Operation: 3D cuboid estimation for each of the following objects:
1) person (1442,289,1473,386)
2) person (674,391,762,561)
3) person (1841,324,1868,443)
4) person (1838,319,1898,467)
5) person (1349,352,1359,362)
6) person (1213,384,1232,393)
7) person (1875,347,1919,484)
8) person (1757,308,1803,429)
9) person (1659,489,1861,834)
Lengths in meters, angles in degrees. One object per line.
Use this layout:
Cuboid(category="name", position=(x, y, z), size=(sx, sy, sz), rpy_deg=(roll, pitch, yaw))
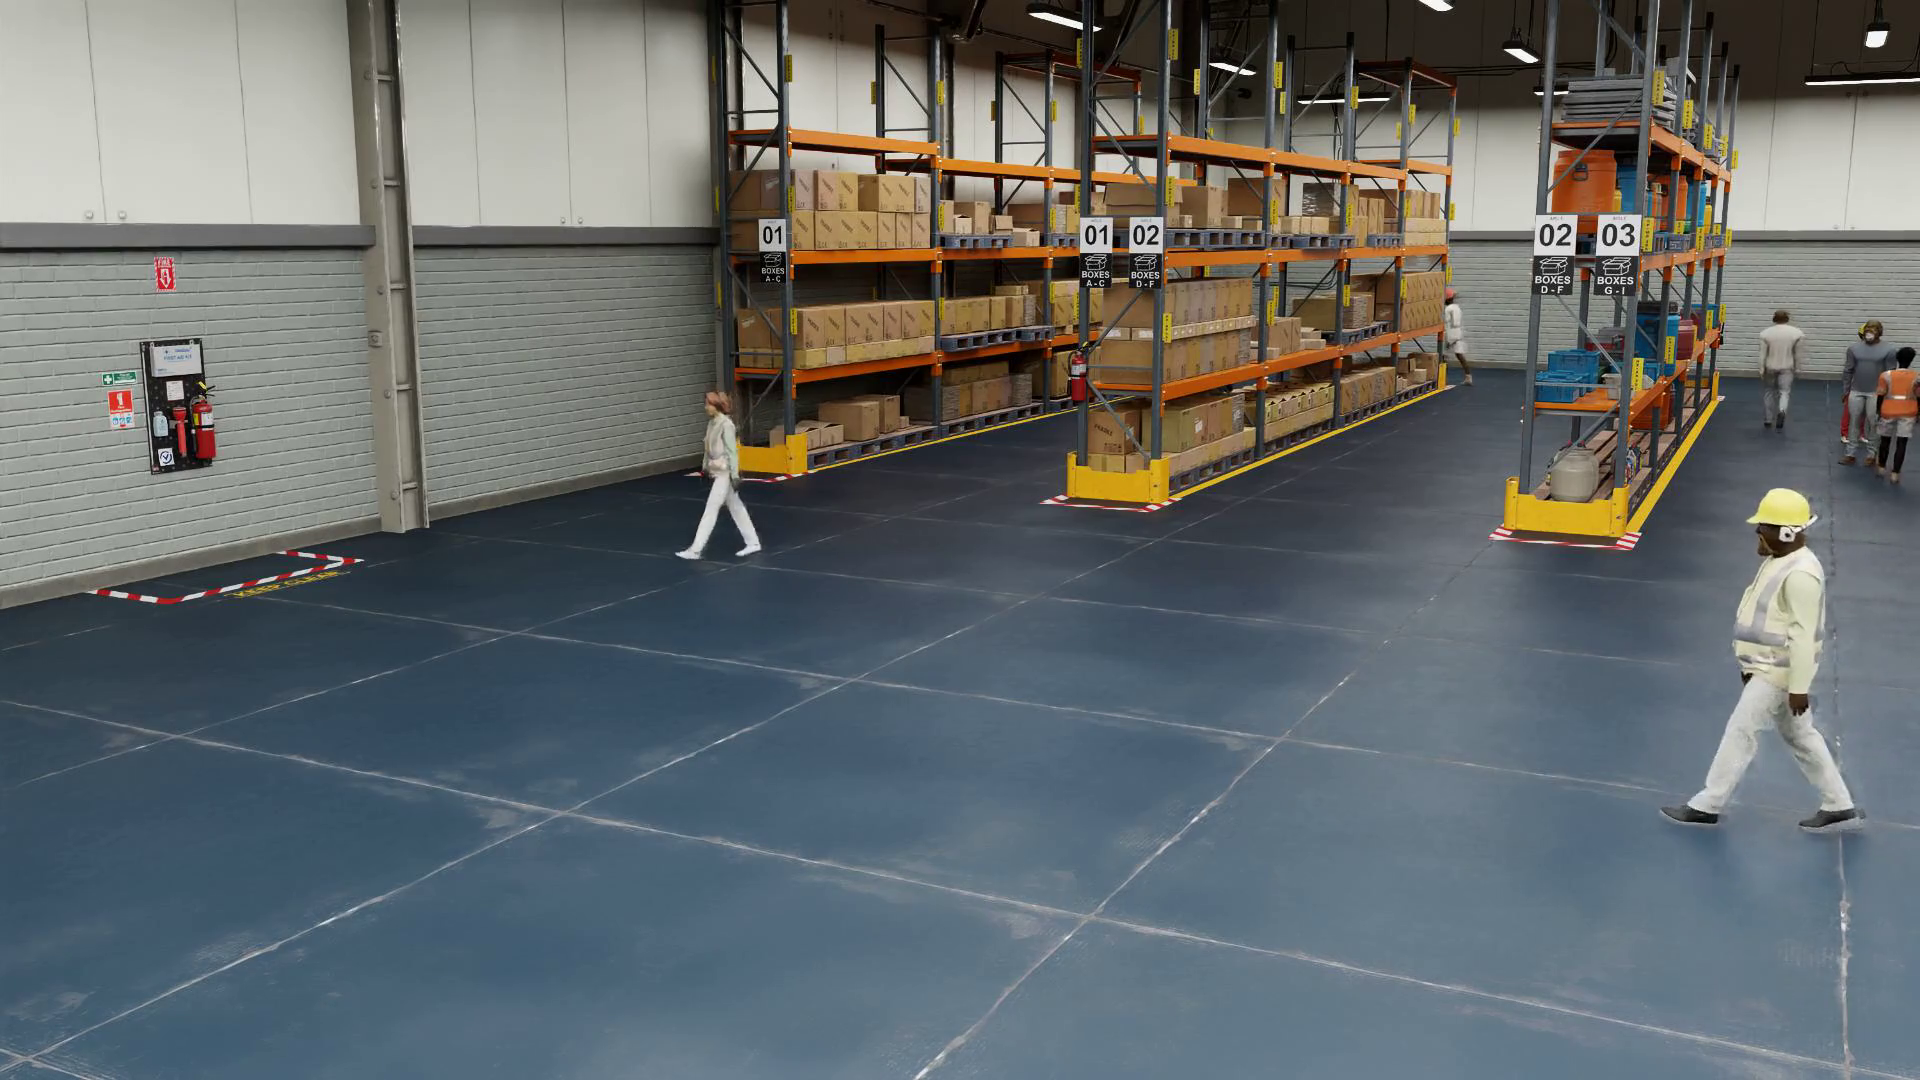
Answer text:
Cuboid(category="person", position=(9.933, -4.089, 33.608), size=(0.631, 1.970, 1.105), rpy_deg=(-8, 13, -38))
Cuboid(category="person", position=(-2.263, -0.601, 15.587), size=(0.880, 1.586, 0.539), rpy_deg=(-5, 11, -23))
Cuboid(category="person", position=(13.187, -2.288, 24.328), size=(0.522, 1.764, 0.318), rpy_deg=(-1, 10, -7))
Cuboid(category="person", position=(11.968, -1.939, 21.945), size=(0.356, 1.936, 0.635), rpy_deg=(-9, 14, -42))
Cuboid(category="person", position=(8.044, -4.089, 33.920), size=(0.455, 1.844, 0.605), rpy_deg=(-8, 13, -38))
Cuboid(category="person", position=(4.512, -3.194, 28.888), size=(0.631, 1.893, 0.761), rpy_deg=(7, 13, 34))
Cuboid(category="person", position=(11.638, -1.554, 20.602), size=(0.537, 1.647, 0.864), rpy_deg=(6, 12, 31))
Cuboid(category="person", position=(12.801, -2.669, 26.001), size=(0.636, 1.917, 0.800), rpy_deg=(4, 11, 23))
Cuboid(category="person", position=(4.146, 0.622, 8.409), size=(0.942, 1.786, 0.610), rpy_deg=(4, 11, 19))
